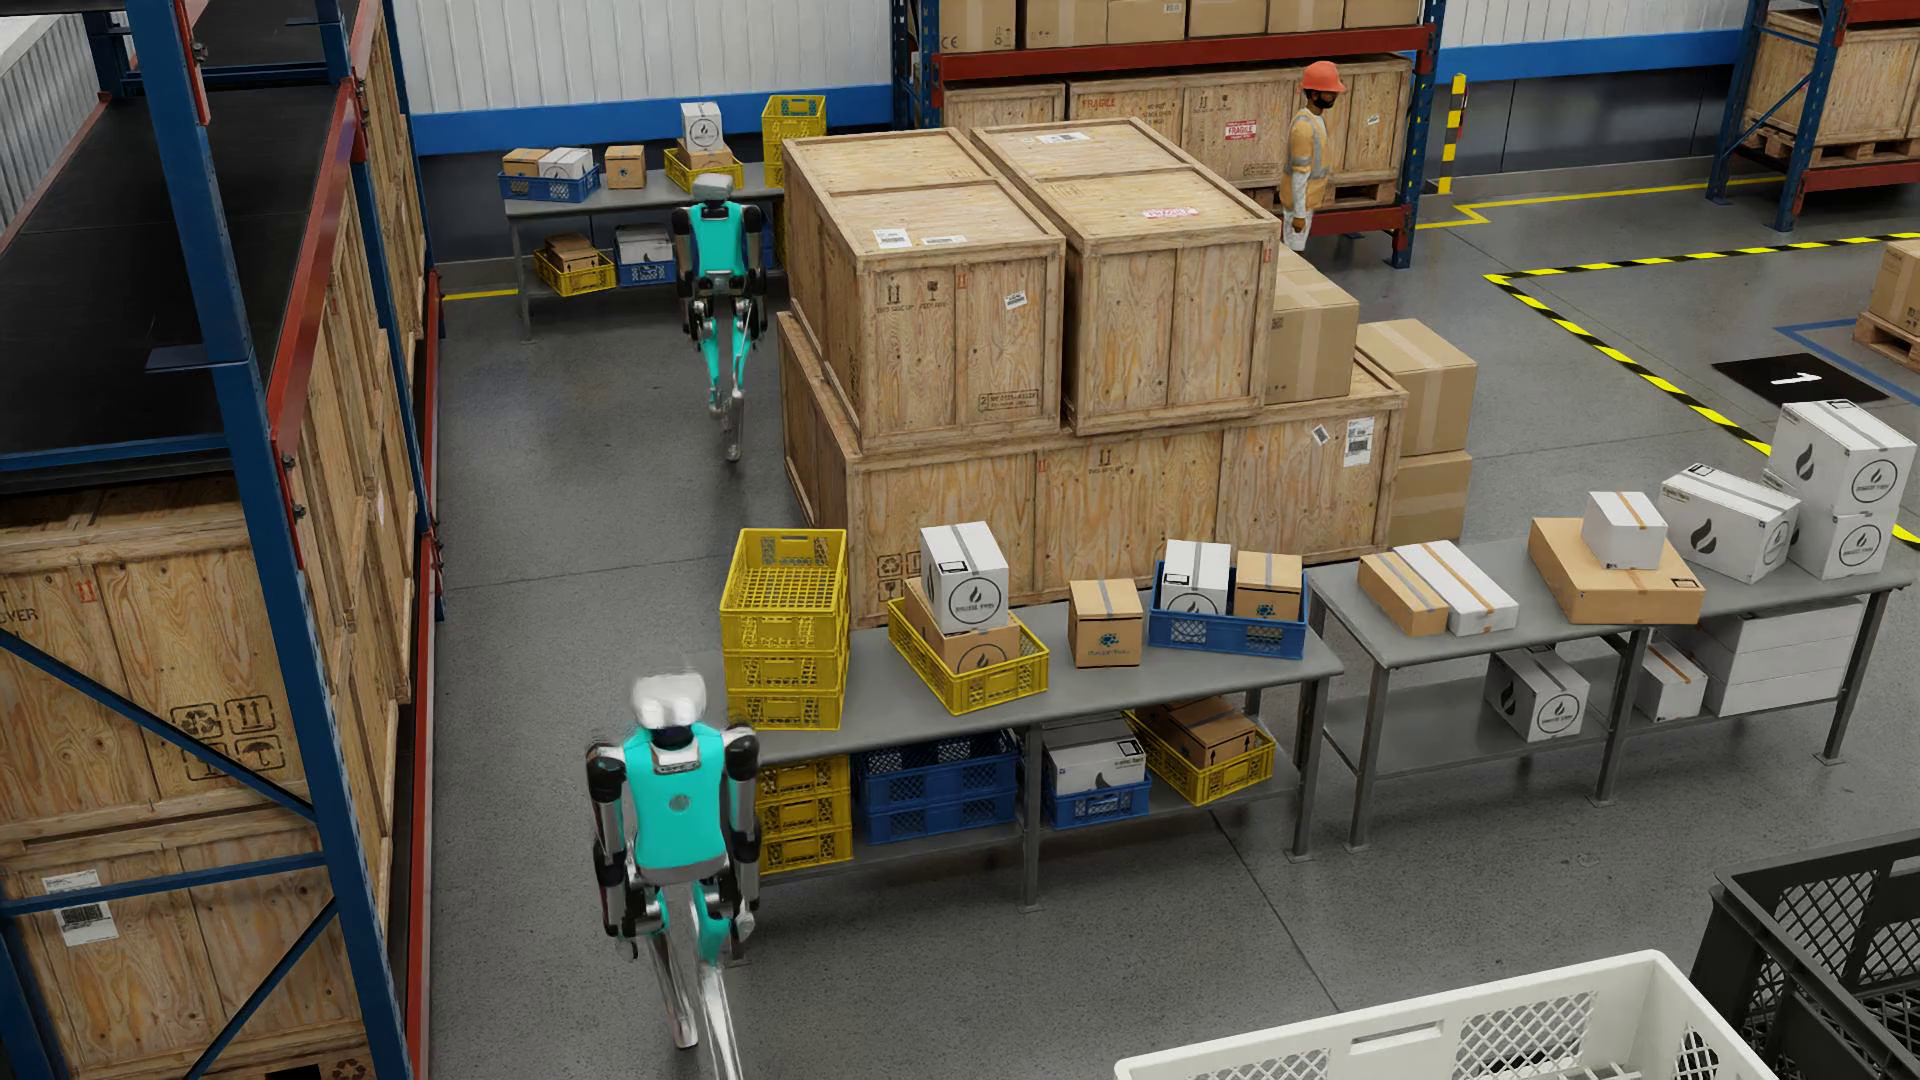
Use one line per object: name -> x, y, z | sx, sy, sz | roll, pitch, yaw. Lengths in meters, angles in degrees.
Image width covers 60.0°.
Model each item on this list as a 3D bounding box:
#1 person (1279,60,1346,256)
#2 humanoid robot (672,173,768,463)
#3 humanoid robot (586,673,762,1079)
person -> 2.449, -2.408, 11.758 | 0.375, 1.938, 0.545 | 9, 30, 16
humanoid robot -> -1.411, -1.240, 9.845 | 0.538, 1.723, 1.013 | -1, 29, -2
humanoid robot -> -0.938, 1.125, 5.532 | 0.545, 1.735, 0.972 | -8, 30, -15
